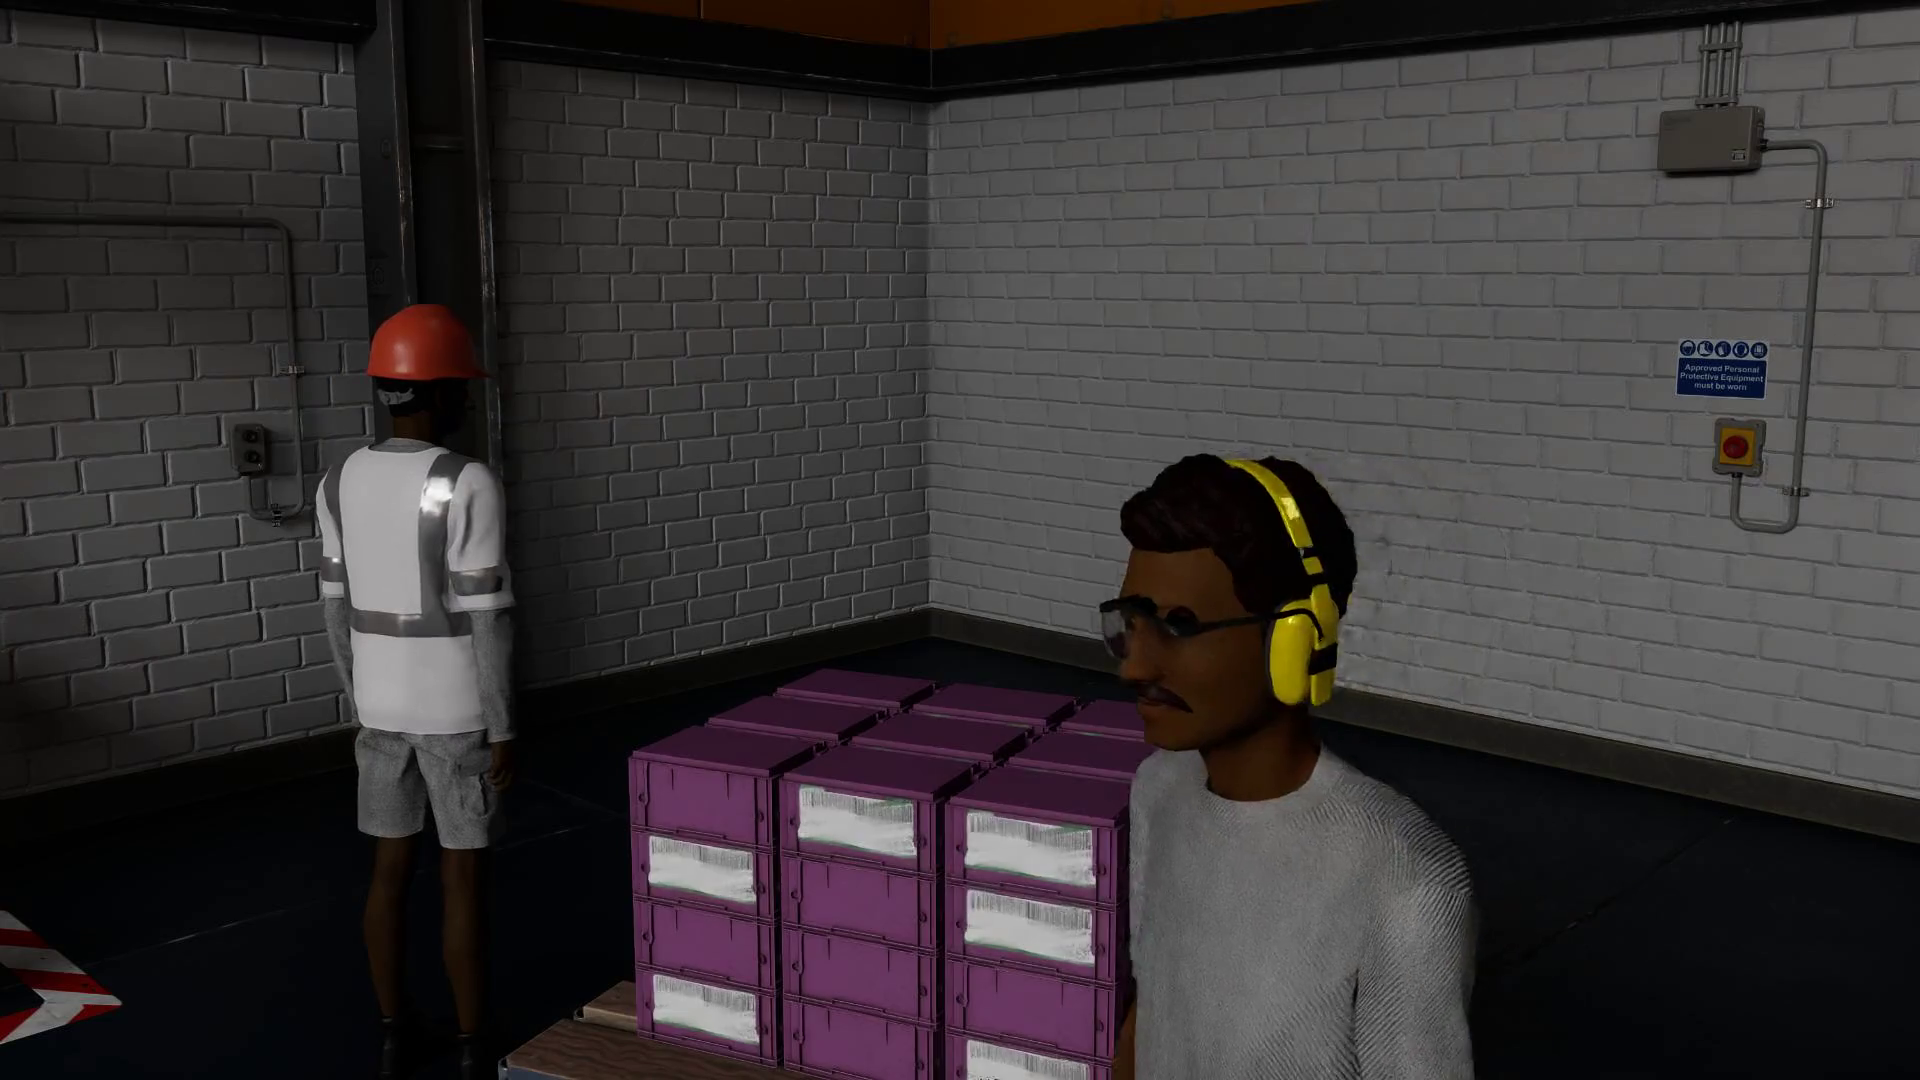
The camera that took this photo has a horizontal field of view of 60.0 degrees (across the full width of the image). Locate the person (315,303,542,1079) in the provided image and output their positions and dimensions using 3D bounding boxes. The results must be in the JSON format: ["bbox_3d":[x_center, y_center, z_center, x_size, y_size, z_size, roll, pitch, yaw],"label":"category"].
[{"bbox_3d":[-1.289,0.398,4.085,0.547,1.938,0.377,4,10,25],"label":"person"}]

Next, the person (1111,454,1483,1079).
[{"bbox_3d":[0.278,0.833,1.684,0.399,1.852,0.556,-4,10,-22],"label":"person"}]
